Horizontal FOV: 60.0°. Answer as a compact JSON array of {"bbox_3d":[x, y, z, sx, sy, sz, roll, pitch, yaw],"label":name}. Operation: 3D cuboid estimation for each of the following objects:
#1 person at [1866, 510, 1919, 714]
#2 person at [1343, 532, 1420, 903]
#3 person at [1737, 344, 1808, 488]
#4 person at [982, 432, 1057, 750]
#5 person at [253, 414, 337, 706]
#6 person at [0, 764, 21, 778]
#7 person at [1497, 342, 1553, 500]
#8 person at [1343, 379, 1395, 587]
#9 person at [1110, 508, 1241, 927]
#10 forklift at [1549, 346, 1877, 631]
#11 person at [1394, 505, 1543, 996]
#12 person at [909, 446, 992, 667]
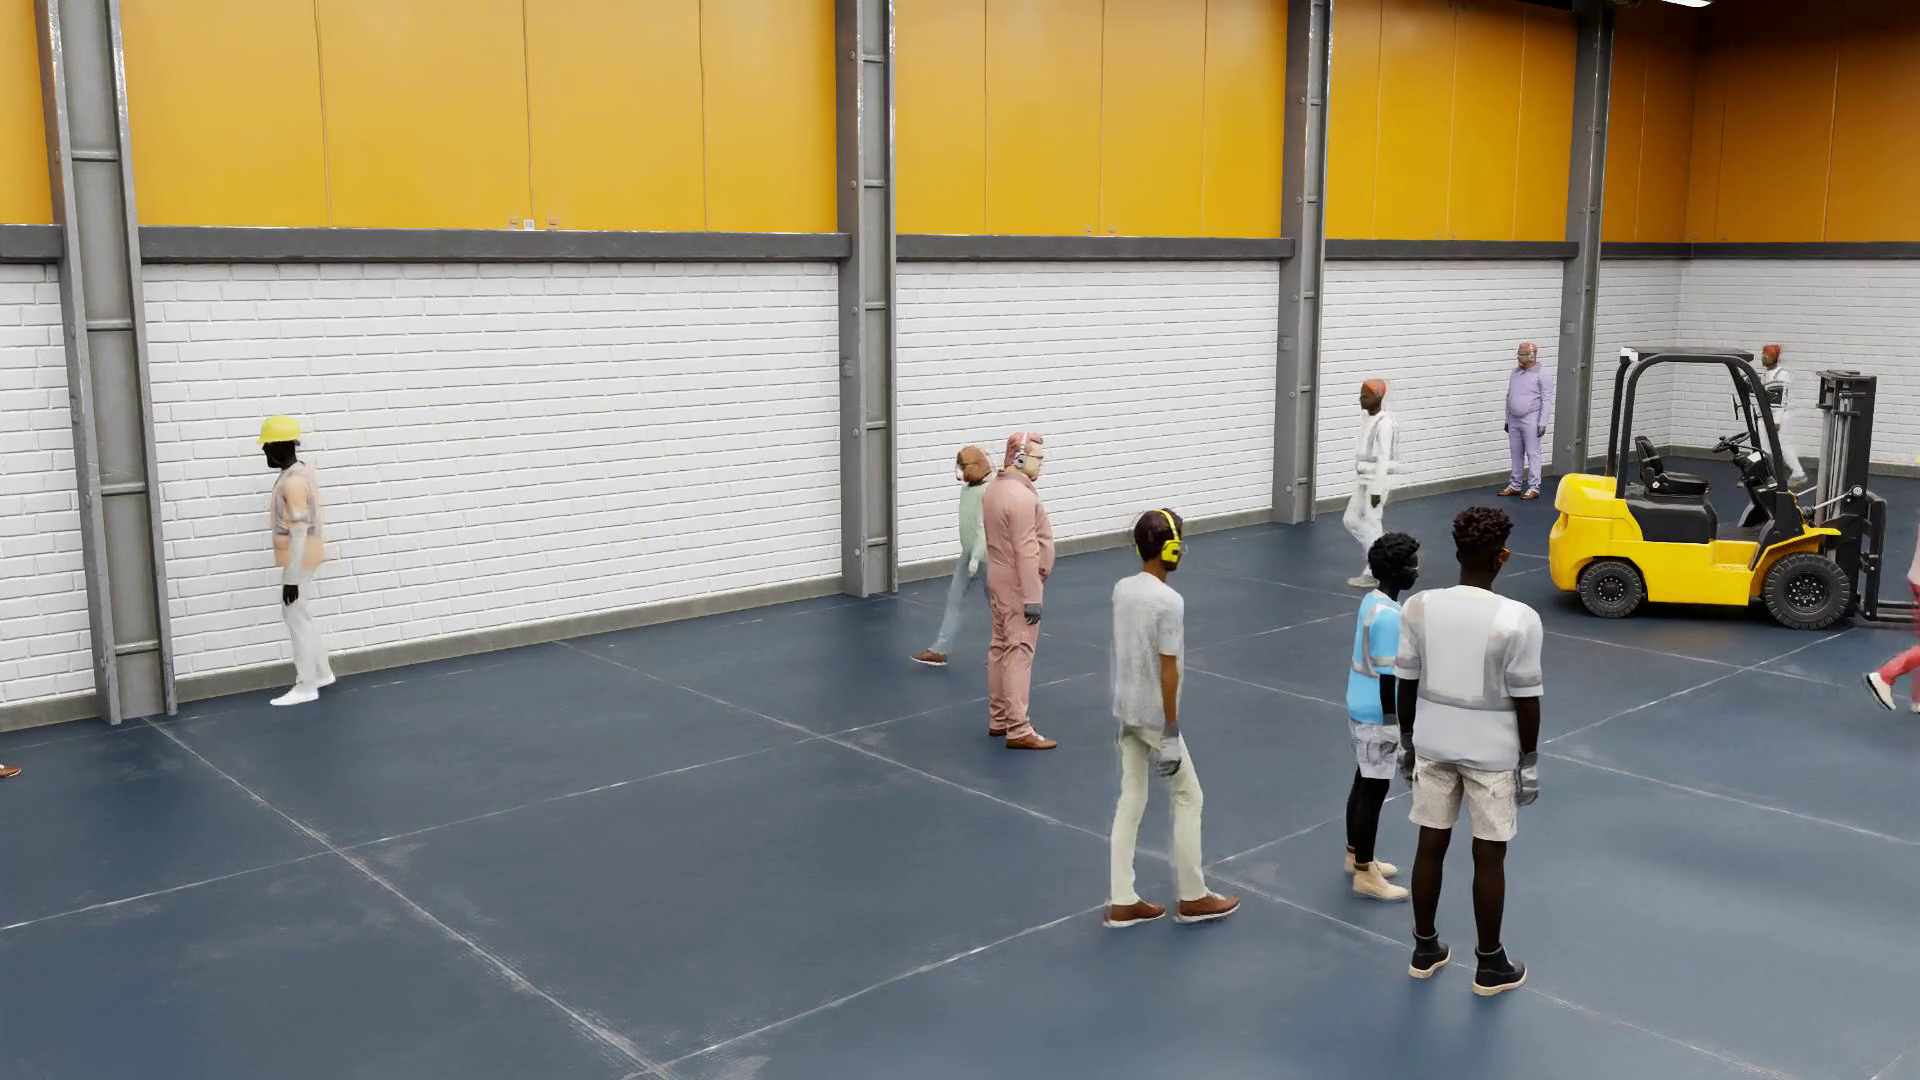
[{"bbox_3d":[6.148,0.279,10.567,0.517,1.751,0.527,3,10,15],"label":"person"},{"bbox_3d":[1.946,0.798,7.671,0.317,1.696,0.540,1,10,7],"label":"person"},{"bbox_3d":[10.386,-1.569,21.141,0.893,1.846,0.577,-2,10,-9],"label":"person"},{"bbox_3d":[0.369,0.298,10.008,0.405,1.903,0.636,-3,10,-16],"label":"person"},{"bbox_3d":[-4.385,0.127,10.941,0.385,1.925,0.626,-4,10,-21],"label":"person"},{"bbox_3d":[-5.612,0.425,9.354,0.508,1.872,0.328,9,13,41],"label":"person"},{"bbox_3d":[6.851,-1.444,20.191,0.402,1.904,0.652,-5,11,-27],"label":"person"},{"bbox_3d":[3.637,-0.502,14.776,0.412,1.868,0.610,-1,10,-3],"label":"person"},{"bbox_3d":[0.936,0.780,7.329,0.689,1.844,0.567,-5,11,-28],"label":"person"},{"bbox_3d":[6.109,-0.478,13.691,2.313,2.155,1.214,3,10,16],"label":"forklift"},{"bbox_3d":[2.037,0.833,6.677,0.607,1.966,0.373,9,13,42],"label":"person"},{"bbox_3d":[0.043,0.139,11.803,0.820,1.592,0.513,-5,11,-26],"label":"person"}]
